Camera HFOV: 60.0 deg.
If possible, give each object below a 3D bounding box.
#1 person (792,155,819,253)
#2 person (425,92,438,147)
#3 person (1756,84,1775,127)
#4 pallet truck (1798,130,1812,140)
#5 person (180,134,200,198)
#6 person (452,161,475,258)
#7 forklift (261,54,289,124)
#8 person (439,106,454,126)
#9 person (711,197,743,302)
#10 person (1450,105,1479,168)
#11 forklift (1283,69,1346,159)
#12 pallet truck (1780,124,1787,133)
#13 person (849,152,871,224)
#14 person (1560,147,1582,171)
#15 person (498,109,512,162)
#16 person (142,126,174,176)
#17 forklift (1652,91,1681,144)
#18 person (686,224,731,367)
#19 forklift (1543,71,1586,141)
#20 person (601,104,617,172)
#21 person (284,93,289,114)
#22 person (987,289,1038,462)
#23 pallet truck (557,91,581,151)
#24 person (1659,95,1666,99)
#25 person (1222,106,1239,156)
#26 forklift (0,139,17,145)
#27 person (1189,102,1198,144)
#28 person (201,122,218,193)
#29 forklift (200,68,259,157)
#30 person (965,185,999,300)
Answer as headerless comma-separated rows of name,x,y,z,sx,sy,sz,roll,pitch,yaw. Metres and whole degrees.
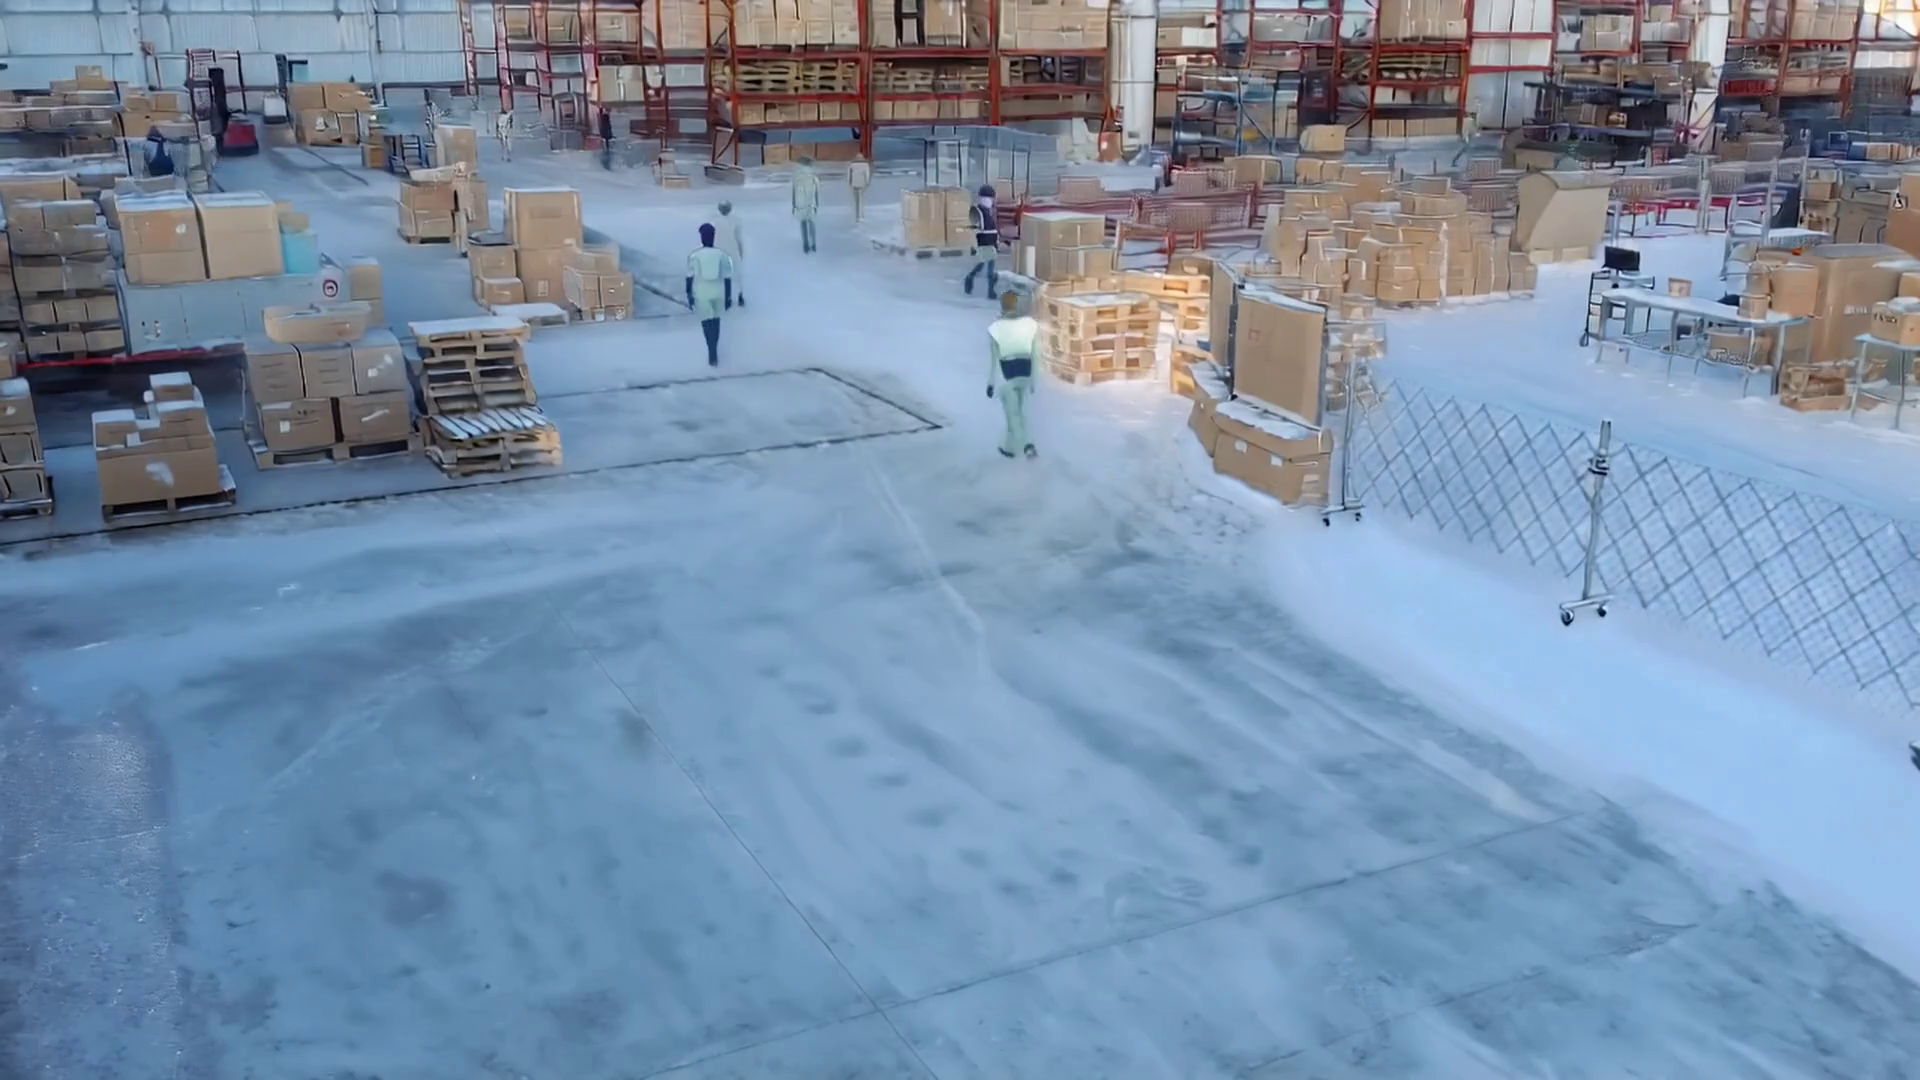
person,-3.124,-6.787,33.536,0.541,1.912,0.786,-5,18,-14
person,-18.585,-14.802,58.547,0.391,1.912,0.589,-12,21,-32
person,30.310,-16.154,62.650,0.449,1.972,0.621,-8,20,-24
pallet truck,25.526,-11.556,49.408,1.630,1.274,0.653,-9,20,-26
person,-19.923,-9.681,43.048,0.605,1.618,0.525,-5,18,-15
person,-9.779,-6.523,32.802,0.313,1.869,0.528,6,19,18
forklift,-28.594,-19.107,70.401,1.873,2.768,1.129,-9,20,-26
person,-16.666,-13.205,53.926,0.562,1.675,0.603,-15,23,-39
person,-3.844,-4.791,27.609,0.534,1.749,0.669,-8,19,-23
person,15.492,-12.300,50.764,0.886,1.909,0.555,9,20,25
forklift,11.615,-13.871,54.079,1.129,2.768,1.873,-9,20,-27
pallet truck,25.206,-12.542,52.601,1.601,1.201,0.680,0,18,-2
person,-2.283,-8.036,37.965,0.508,1.599,0.844,-1,18,-4
person,13.667,-7.881,37.171,0.931,1.780,0.613,-7,19,-22
person,-14.539,-12.921,53.113,0.513,1.642,0.311,9,20,26
person,-19.633,-9.168,40.768,1.008,2.000,0.685,14,22,37
forklift,25.338,-15.070,57.816,1.129,2.768,1.873,-12,21,-33
person,-3.447,-3.366,22.879,0.620,1.923,0.983,-6,19,-17
forklift,18.685,-13.231,52.085,1.873,2.768,1.129,-9,20,-26
person,-10.513,-12.005,49.686,0.384,1.993,0.623,-7,19,-22
person,-25.519,-16.434,63.580,0.351,1.942,0.547,12,21,33
person,0.615,-1.740,17.903,0.602,1.877,0.772,-9,20,-25
pallet truck,-13.495,-14.412,57.188,0.823,1.965,1.885,-3,18,-9
person,25.220,-15.158,59.898,0.427,1.751,0.551,-9,20,-27
person,8.917,-13.418,54.647,0.529,1.658,0.877,-4,18,-11
forklift,-34.811,-15.426,58.927,1.873,2.768,1.129,-13,22,-35
person,8.080,-14.540,58.228,0.494,1.600,0.834,-5,19,-17
person,-19.205,-9.723,42.668,0.355,1.936,0.635,-13,22,-34
forklift,-24.369,-14.147,54.940,1.873,2.768,1.129,-9,20,-26
person,0.390,-5.045,28.130,0.549,1.921,0.671,-13,22,-35
